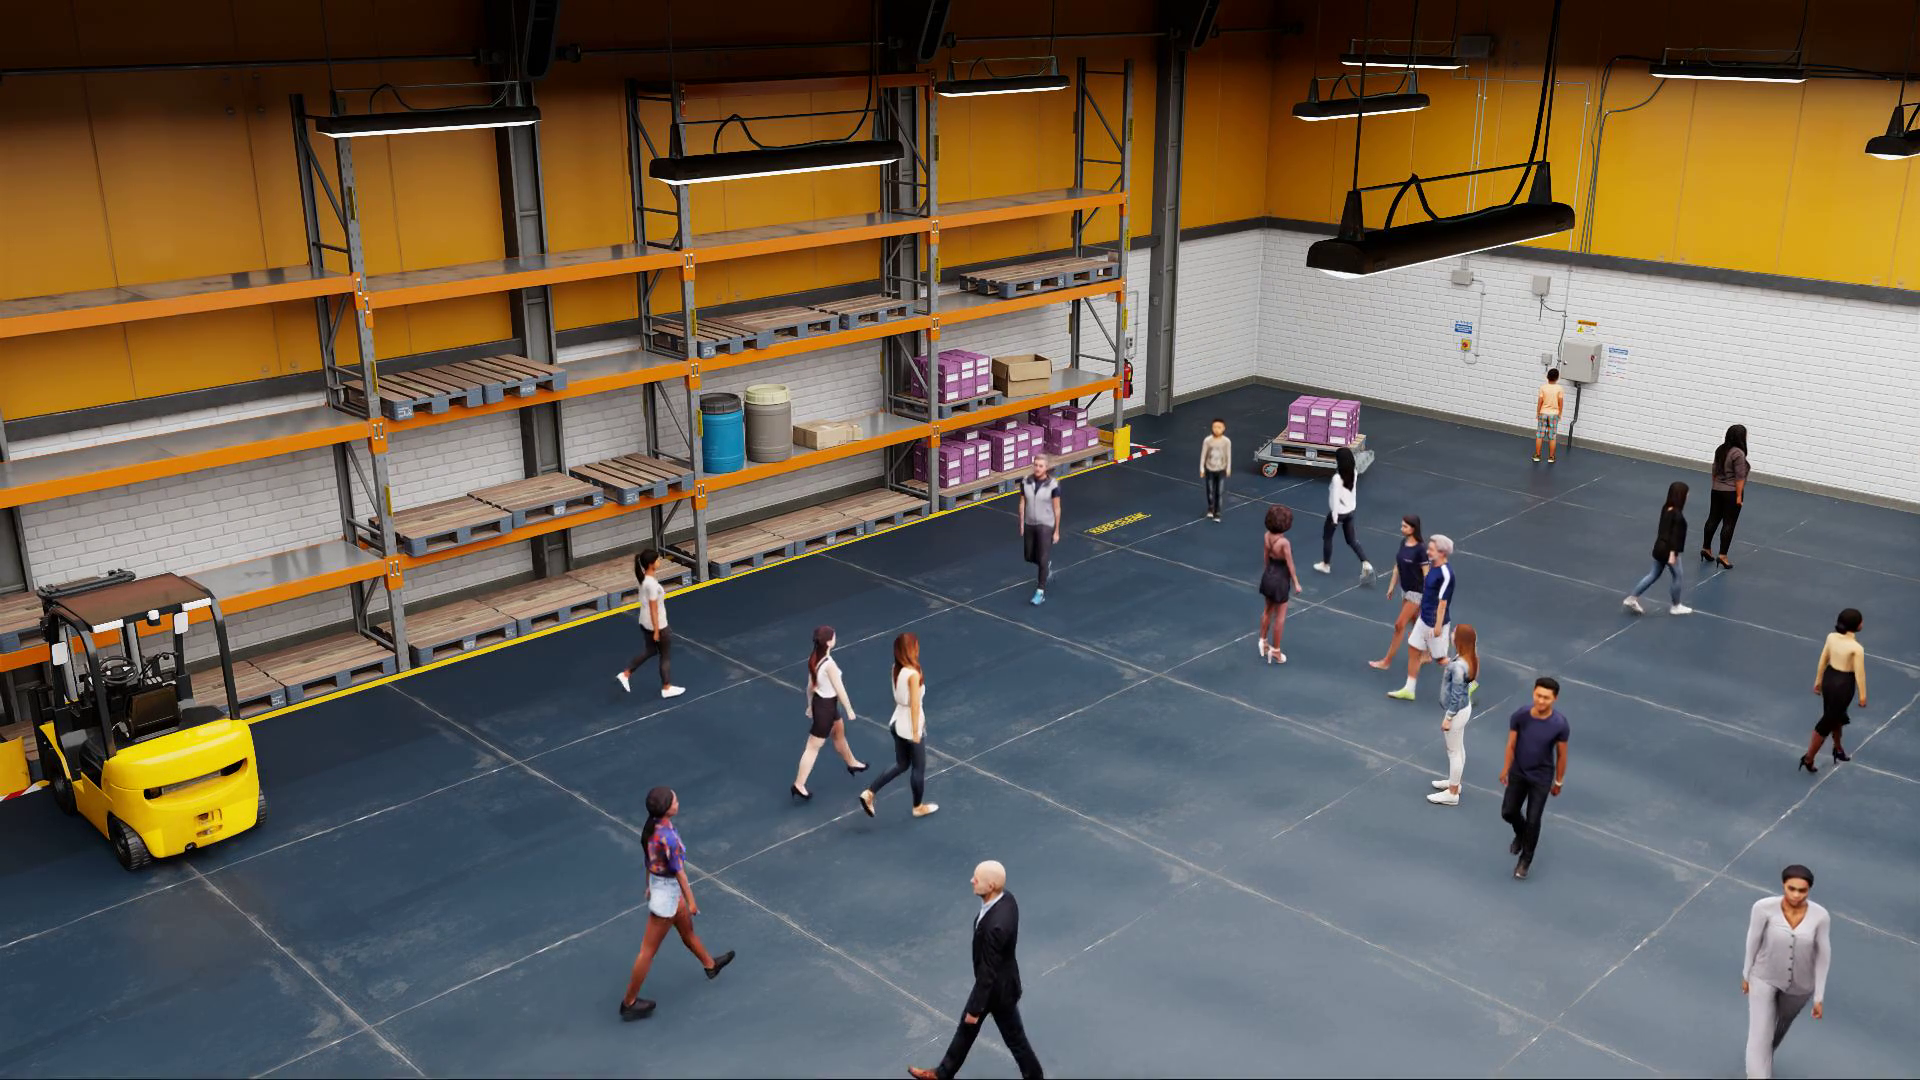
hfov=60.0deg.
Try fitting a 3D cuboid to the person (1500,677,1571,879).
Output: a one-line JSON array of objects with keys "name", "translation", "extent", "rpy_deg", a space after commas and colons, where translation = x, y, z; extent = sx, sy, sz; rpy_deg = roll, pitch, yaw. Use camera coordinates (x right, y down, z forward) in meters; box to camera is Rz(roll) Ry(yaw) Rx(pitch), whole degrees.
[{"name": "person", "translation": [4.745, 1.912, 13.729], "extent": [0.728, 1.779, 0.785], "rpy_deg": [12, 22, 32]}]

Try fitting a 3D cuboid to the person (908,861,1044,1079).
[{"name": "person", "translation": [0.322, 2.911, 10.797], "extent": [1.241, 1.756, 1.181], "rpy_deg": [0, 19, 0]}]

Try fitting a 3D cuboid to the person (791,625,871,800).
[{"name": "person", "translation": [-1.288, 1.594, 14.953], "extent": [1.139, 1.599, 0.731], "rpy_deg": [-12, 22, -31]}]

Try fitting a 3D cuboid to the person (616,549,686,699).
[{"name": "person", "translation": [-3.222, 0.876, 17.036], "extent": [0.982, 1.631, 0.739], "rpy_deg": [-9, 21, -26]}]

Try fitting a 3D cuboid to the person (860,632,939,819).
[{"name": "person", "translation": [-0.536, 1.665, 14.482], "extent": [1.037, 1.765, 0.765], "rpy_deg": [-10, 21, -26]}]

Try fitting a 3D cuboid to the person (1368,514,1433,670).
[{"name": "person", "translation": [4.929, 0.571, 17.788], "extent": [1.123, 1.728, 0.920], "rpy_deg": [-6, 19, -16]}]

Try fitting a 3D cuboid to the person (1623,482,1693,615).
[{"name": "person", "translation": [8.142, 0.116, 19.310], "extent": [1.093, 1.620, 0.992], "rpy_deg": [-2, 19, -5]}]

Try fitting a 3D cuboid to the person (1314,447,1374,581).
[{"name": "person", "translation": [4.777, -0.300, 20.466], "extent": [1.048, 1.671, 0.774], "rpy_deg": [-13, 23, -34]}]

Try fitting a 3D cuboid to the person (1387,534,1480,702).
[{"name": "person", "translation": [4.912, 0.826, 16.901], "extent": [1.188, 1.811, 1.108], "rpy_deg": [-1, 19, -3]}]

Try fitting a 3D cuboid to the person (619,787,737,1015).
[{"name": "person", "translation": [-2.185, 2.597, 11.839], "extent": [1.238, 1.686, 0.804], "rpy_deg": [-11, 22, -30]}]

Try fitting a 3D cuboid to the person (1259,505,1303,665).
[{"name": "person", "translation": [3.391, 0.494, 17.929], "extent": [0.683, 1.786, 0.657], "rpy_deg": [-10, 21, -27]}]

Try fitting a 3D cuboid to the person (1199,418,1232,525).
[{"name": "person", "translation": [3.511, -0.970, 22.832], "extent": [0.898, 1.430, 1.058], "rpy_deg": [4, 19, 11]}]

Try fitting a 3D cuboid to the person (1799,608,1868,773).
[{"name": "person", "translation": [8.047, 1.425, 15.406], "extent": [0.942, 1.630, 0.816], "rpy_deg": [-5, 19, -15]}]

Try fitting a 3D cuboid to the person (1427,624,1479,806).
[{"name": "person", "translation": [4.473, 1.547, 14.930], "extent": [0.739, 1.703, 0.586], "rpy_deg": [8, 20, 22]}]

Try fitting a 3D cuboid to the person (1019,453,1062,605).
[{"name": "person", "translation": [0.988, -0.166, 19.849], "extent": [0.896, 1.811, 1.091], "rpy_deg": [9, 20, 24]}]

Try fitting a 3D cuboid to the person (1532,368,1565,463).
[{"name": "person", "translation": [9.077, -1.929, 25.630], "extent": [0.598, 1.461, 0.612], "rpy_deg": [6, 20, 18]}]

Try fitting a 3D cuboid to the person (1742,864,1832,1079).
[{"name": "person", "translation": [5.416, 2.878, 10.996], "extent": [0.993, 1.691, 1.188], "rpy_deg": [4, 19, 13]}]

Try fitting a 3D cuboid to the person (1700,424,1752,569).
[{"name": "person", "translation": [9.672, -0.568, 20.996], "extent": [0.757, 1.841, 0.747], "rpy_deg": [-6, 19, -16]}]
